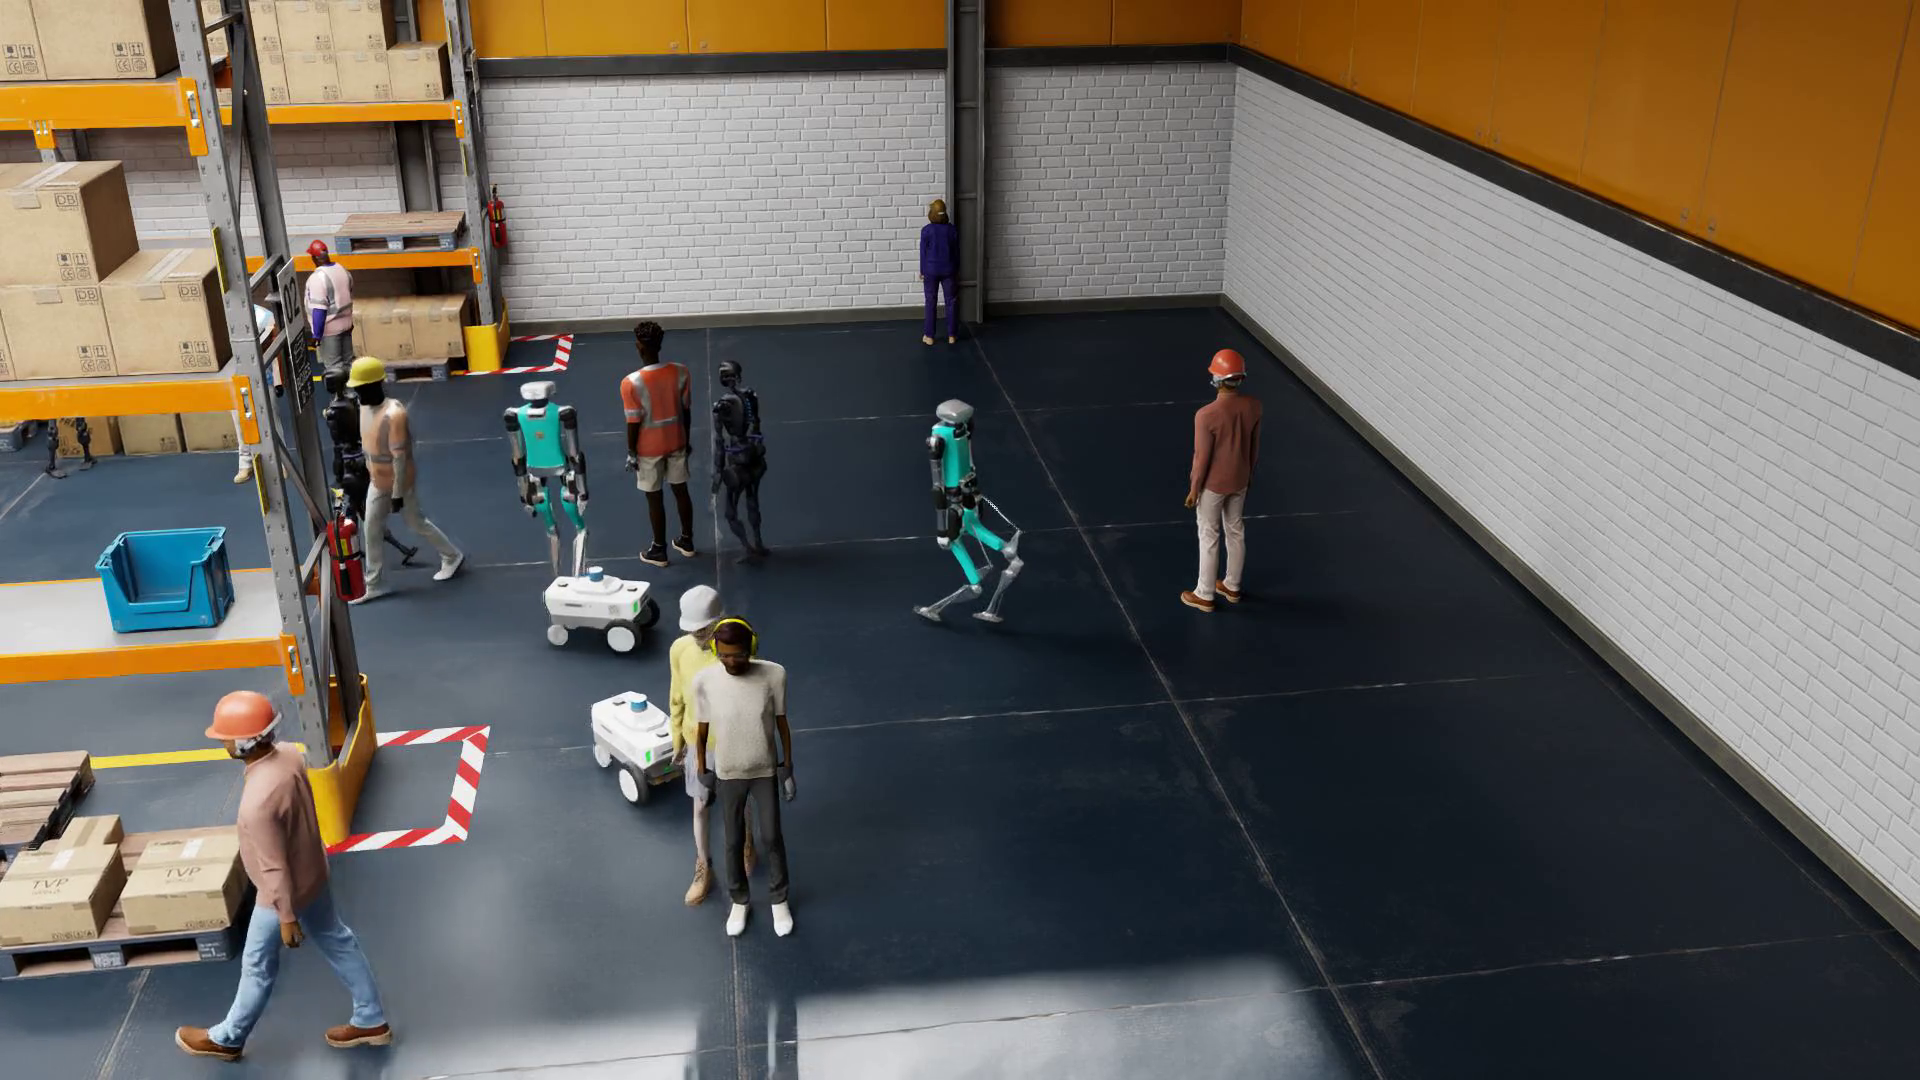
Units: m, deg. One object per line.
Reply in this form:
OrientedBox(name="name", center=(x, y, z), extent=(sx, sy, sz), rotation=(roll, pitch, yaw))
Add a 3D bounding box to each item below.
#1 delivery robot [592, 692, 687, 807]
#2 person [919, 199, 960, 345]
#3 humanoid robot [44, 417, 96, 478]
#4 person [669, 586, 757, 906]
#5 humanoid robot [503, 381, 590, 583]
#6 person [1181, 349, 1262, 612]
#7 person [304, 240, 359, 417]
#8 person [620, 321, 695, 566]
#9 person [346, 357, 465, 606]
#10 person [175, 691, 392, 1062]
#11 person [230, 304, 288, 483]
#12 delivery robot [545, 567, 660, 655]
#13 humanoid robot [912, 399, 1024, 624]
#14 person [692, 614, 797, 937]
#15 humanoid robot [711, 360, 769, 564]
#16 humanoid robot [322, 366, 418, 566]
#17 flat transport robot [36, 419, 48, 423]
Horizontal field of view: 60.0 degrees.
OrientedBox(name="delivery robot", center=(-1.958, 1.227, 10.230), extent=(0.499, 0.583, 0.765), rotation=(-19, 30, -37))
OrientedBox(name="person", center=(-0.225, -2.983, 18.502), extent=(0.464, 1.624, 0.320), rotation=(-4, 24, -10))
OrientedBox(name="humanoid robot", center=(-7.995, -1.380, 14.804), extent=(0.611, 1.652, 0.469), rotation=(-9, 25, -20))
OrientedBox(name="person", center=(-1.313, 1.076, 8.982), extent=(0.505, 1.897, 0.533), rotation=(4, 24, 8))
OrientedBox(name="humanoid robot", center=(-3.011, -0.367, 12.493), extent=(0.549, 1.867, 0.681), rotation=(1, 24, 1))
OrientedBox(name="person", center=(1.923, -0.438, 12.250), extent=(0.620, 1.993, 0.380), rotation=(-15, 28, -30))
OrientedBox(name="person", center=(-6.147, -2.064, 16.257), extent=(0.420, 1.748, 0.627), rotation=(6, 24, 12))
OrientedBox(name="person", center=(-2.353, -0.748, 12.992), extent=(0.606, 1.965, 0.371), rotation=(-20, 31, -38))
OrientedBox(name="person", center=(-4.242, -0.484, 12.492), extent=(0.593, 1.891, 0.937), rotation=(18, 30, 36))
OrientedBox(name="person", center=(-3.239, 1.573, 7.721), extent=(1.003, 1.941, 0.658), rotation=(-1, 24, -3))
OrientedBox(name="person", center=(-6.252, -1.394, 14.623), extent=(0.620, 1.839, 0.430), rotation=(-1, 24, -1))
OrientedBox(name="delivery robot", center=(-2.558, 0.490, 11.941), extent=(0.784, 0.608, 0.499), rotation=(3, 24, 8))
OrientedBox(name="humanoid robot", center=(0.095, -0.124, 11.856), extent=(0.963, 1.761, 0.553), rotation=(13, 27, 27))
OrientedBox(name="person", center=(-1.106, 1.226, 8.636), extent=(0.510, 1.857, 0.349), rotation=(-3, 24, -6))
OrientedBox(name="humanoid robot", center=(-1.689, -0.605, 13.059), extent=(0.404, 1.661, 0.609), rotation=(13, 27, 27))
OrientedBox(name="humanoid robot", center=(-4.667, -0.571, 13.007), extent=(0.734, 1.646, 0.611), rotation=(2, 24, 4))
OrientedBox(name="flat transport robot", center=(-8.428, -1.384, 16.549), extent=(1.431, 0.231, 0.659), rotation=(-3, 24, -7))
